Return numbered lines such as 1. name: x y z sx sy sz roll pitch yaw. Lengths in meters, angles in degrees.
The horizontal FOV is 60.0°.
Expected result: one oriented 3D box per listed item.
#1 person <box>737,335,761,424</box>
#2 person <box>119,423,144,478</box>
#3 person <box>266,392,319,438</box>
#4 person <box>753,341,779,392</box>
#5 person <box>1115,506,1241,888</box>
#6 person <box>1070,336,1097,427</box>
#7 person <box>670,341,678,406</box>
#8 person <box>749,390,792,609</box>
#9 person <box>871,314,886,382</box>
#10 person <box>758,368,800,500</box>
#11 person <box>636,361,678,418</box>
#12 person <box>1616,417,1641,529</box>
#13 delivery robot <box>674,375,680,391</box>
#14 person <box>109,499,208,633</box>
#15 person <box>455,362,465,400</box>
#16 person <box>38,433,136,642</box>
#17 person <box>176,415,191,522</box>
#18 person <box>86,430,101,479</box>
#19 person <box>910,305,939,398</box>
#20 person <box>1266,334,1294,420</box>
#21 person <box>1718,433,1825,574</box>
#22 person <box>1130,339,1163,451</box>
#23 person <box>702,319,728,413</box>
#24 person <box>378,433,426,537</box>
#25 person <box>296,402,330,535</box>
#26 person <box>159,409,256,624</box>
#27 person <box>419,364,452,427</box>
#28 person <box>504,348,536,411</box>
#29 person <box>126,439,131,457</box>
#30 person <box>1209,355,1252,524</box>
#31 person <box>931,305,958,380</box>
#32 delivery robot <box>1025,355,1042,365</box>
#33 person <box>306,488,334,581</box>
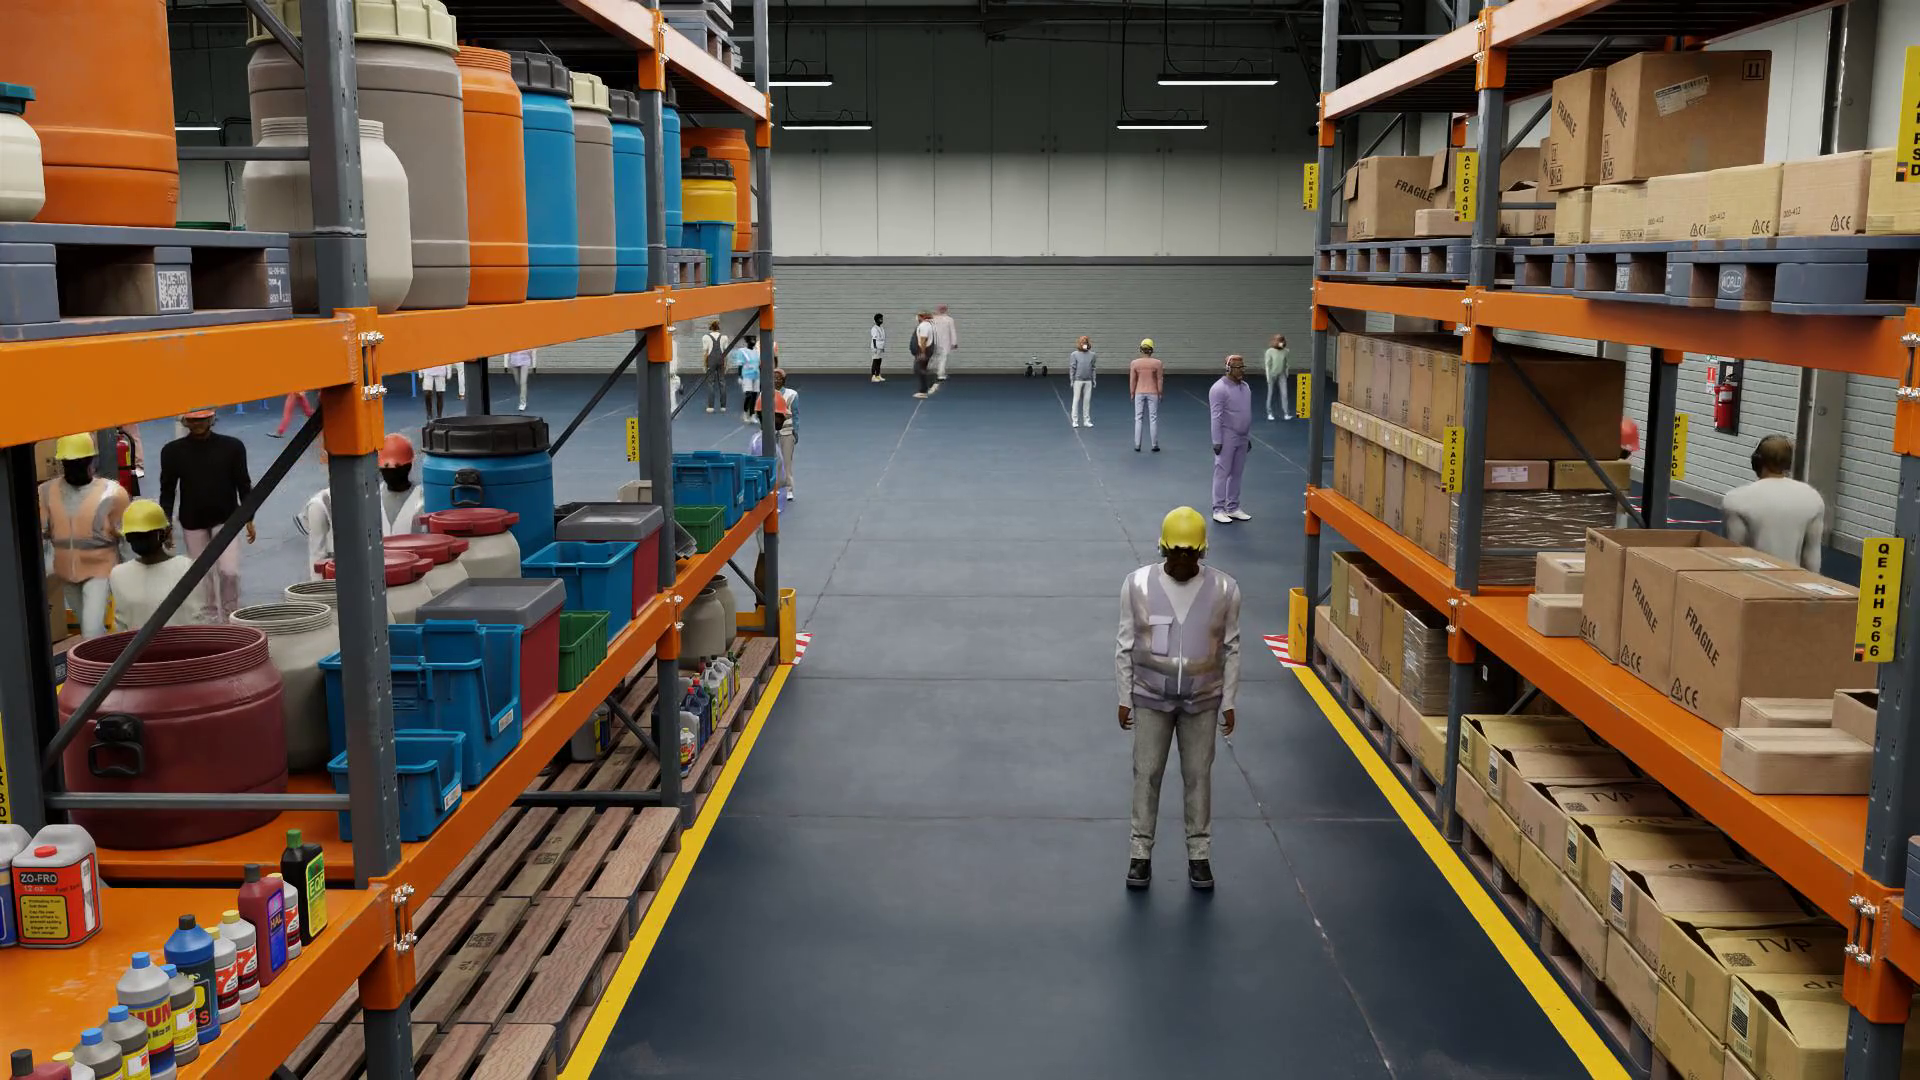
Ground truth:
1. person: -3.797 -2.952 30.342 0.390 1.686 0.555 9 13 44
2. person: -11.536 -1.793 22.830 0.648 1.899 0.401 3 10 19
3. person: -11.238 -2.578 28.065 0.928 1.716 0.545 -5 11 -26
4. person: -3.917 -3.442 33.414 0.550 1.645 0.893 -1 10 -5
5. person: 1.025 0.739 7.863 0.586 1.827 0.404 1 10 4
6. person: 2.221 -2.848 29.936 0.514 1.631 0.280 -3 10 -19
7. person: -6.020 -3.525 33.999 0.498 1.629 0.267 -1 9 -3
8. person: -1.518 -0.238 13.384 0.355 1.934 0.553 -2 10 -10
9. person: -2.036 -4.772 41.283 0.321 1.689 0.530 3 10 20
10. person: -2.257 -1.321 20.761 0.515 1.639 0.315 0 9 1
11. person: -5.750 -3.192 31.353 0.948 1.840 0.616 -6 11 -30
12. person: 4.580 0.047 11.901 0.607 1.854 1.033 -7 12 -36
13. delivery robot: -6.551 -3.607 37.537 0.477 0.478 0.707 -4 10 -21
14. person: -4.175 0.626 8.791 0.523 1.739 0.762 0 9 -1
15. person: -10.720 -4.014 35.994 0.627 1.941 0.370 -5 11 -27
16. person: -5.749 0.203 10.945 0.593 1.879 1.002 0 9 1
17. person: -8.403 -1.095 18.283 0.432 2.015 0.746 -1 10 -6
18. person: -9.218 -0.905 17.502 0.643 1.900 0.403 6 11 31
19. person: -0.821 -4.099 36.327 0.562 2.000 0.714 0 9 1
20. person: 5.960 -3.028 31.085 0.515 1.603 0.777 -2 10 -12
21. person: 4.892 0.312 10.133 0.631 1.928 0.468 -1 10 -9
22. person: 2.932 -2.277 26.133 0.524 1.760 0.326 2 10 13
23. person: -4.833 -3.445 32.865 0.509 1.846 0.342 -4 10 -21
24. person: -3.468 0.290 10.318 0.567 1.899 0.817 1 10 7
25. person: -6.835 -0.845 17.993 0.717 1.612 0.523 -6 11 -32
26. person: -5.698 -0.125 12.573 0.659 1.973 0.620 -3 10 -17
27. person: -9.365 -2.948 29.649 0.577 1.918 0.701 -2 10 -14
28. person: -8.862 -3.578 33.543 0.598 1.893 0.947 0 9 -3
29. person: -12.746 -2.195 25.426 0.560 1.828 0.498 -2 10 -9
30. person: 3.121 -1.158 18.982 0.652 1.906 0.408 -9 13 -44
31. person: -0.342 -4.994 42.026 0.665 1.874 0.802 6 11 33
32. delivery robot: 1.928 -4.688 43.237 0.335 0.223 0.698 4 10 23
33. person: -3.818 0.285 10.551 0.721 1.837 0.627 3 10 17
